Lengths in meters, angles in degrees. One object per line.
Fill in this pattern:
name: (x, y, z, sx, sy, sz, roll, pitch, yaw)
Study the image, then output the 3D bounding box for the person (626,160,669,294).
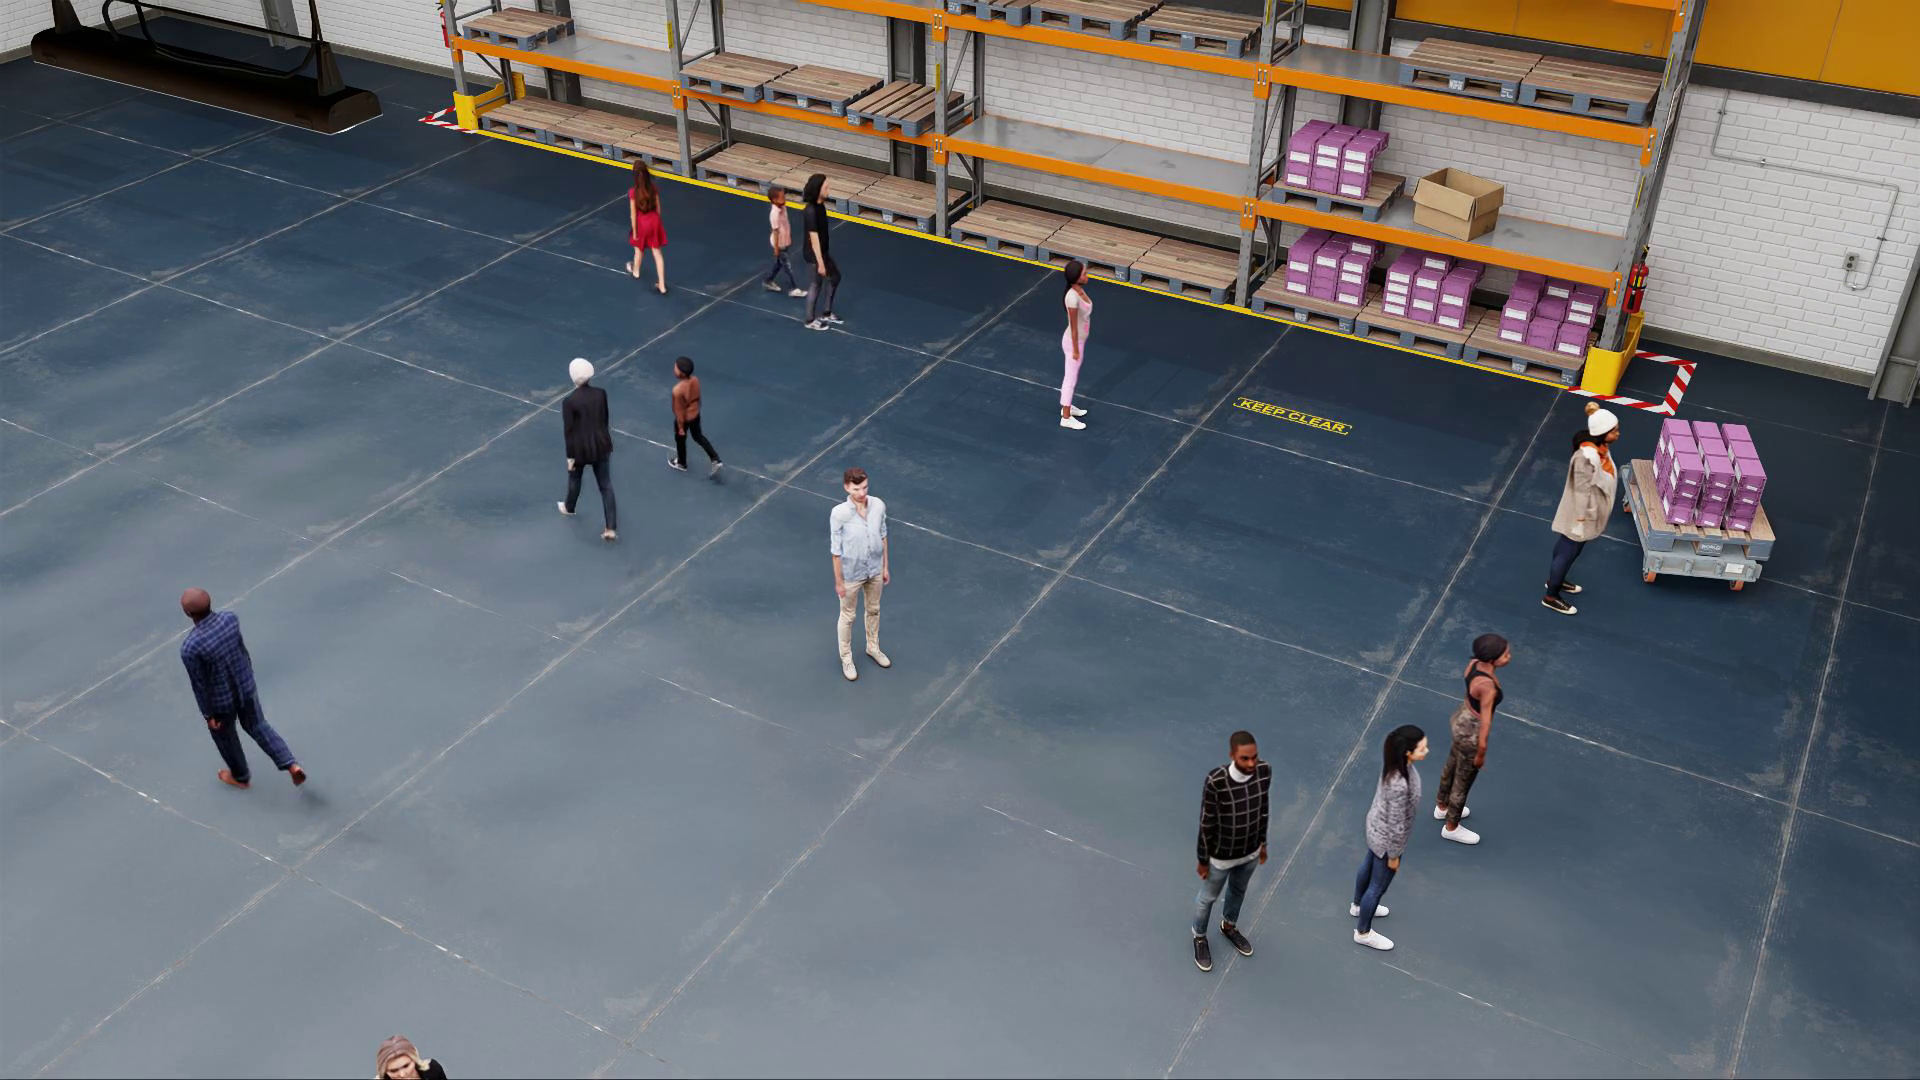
person: (-3.557, -3.563, 19.085, 0.865, 1.518, 1.076, -19, 38, -26)

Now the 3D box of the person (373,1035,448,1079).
person: (-2.827, 3.207, 8.749, 0.684, 1.686, 0.666, -22, 40, -30)

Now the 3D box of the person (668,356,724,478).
person: (-2.518, -1.146, 15.703, 0.857, 1.237, 0.533, 19, 38, 26)

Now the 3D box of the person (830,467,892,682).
person: (-0.784, 0.230, 13.082, 0.734, 1.848, 0.725, -18, 38, -25)

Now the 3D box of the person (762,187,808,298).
person: (-2.108, -3.429, 19.082, 0.860, 1.299, 0.683, 5, 34, 7)

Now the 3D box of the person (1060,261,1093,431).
person: (1.130, -1.951, 16.459, 0.636, 1.741, 0.643, 4, 34, 6)

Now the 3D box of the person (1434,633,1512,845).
person: (3.548, 1.343, 11.540, 0.670, 1.699, 0.655, 2, 34, 3)

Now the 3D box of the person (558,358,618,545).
person: (-3.271, -0.731, 14.707, 1.020, 1.756, 1.154, -22, 40, -30)

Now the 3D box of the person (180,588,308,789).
person: (-5.134, 1.093, 11.829, 0.973, 1.797, 0.660, 16, 37, 23)

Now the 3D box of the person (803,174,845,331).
person: (-1.645, -3.155, 18.200, 0.799, 1.819, 0.786, 4, 34, 6)

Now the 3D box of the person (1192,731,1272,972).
person: (1.716, 1.926, 10.553, 0.743, 1.821, 0.767, -13, 36, -19)

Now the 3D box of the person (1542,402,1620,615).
person: (5.150, -0.294, 13.832, 0.682, 1.890, 0.704, 14, 36, 20)

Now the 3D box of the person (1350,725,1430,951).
person: (2.756, 1.871, 10.718, 0.660, 1.731, 0.690, 4, 34, 6)
